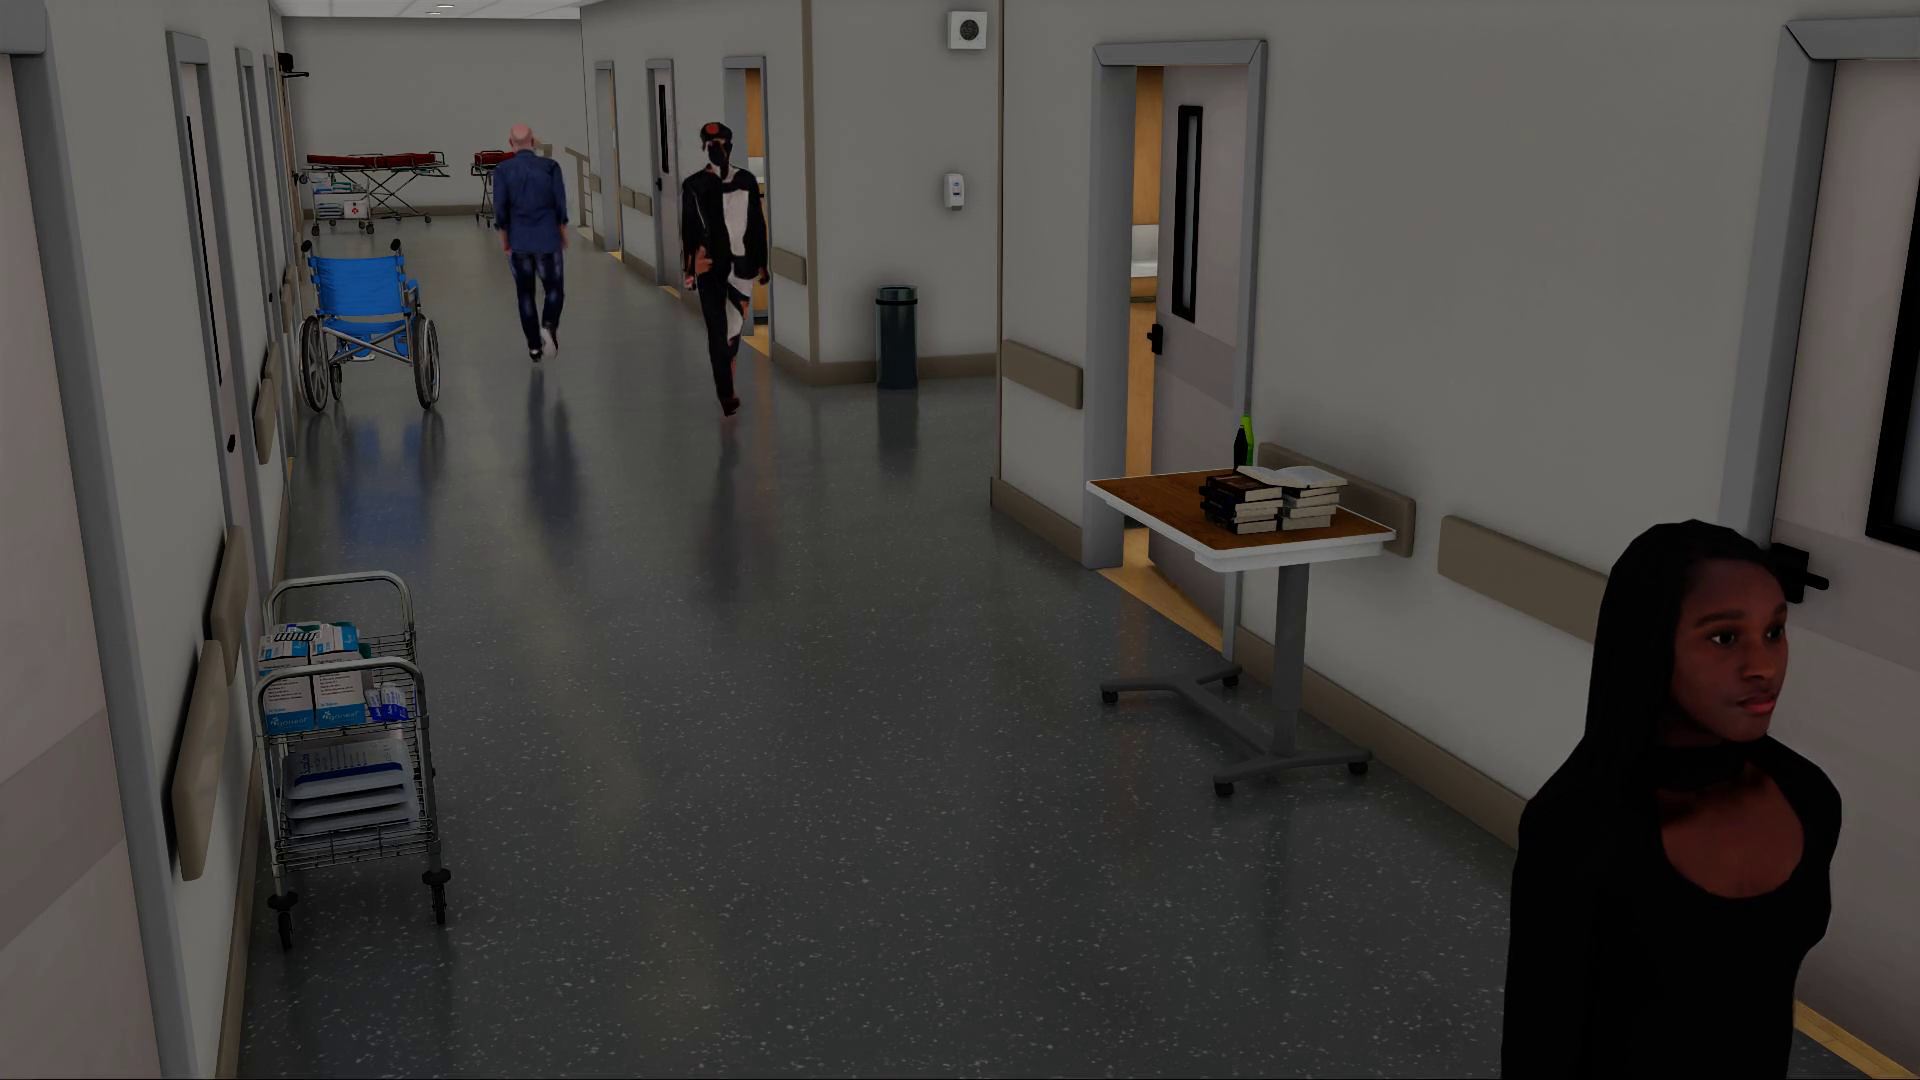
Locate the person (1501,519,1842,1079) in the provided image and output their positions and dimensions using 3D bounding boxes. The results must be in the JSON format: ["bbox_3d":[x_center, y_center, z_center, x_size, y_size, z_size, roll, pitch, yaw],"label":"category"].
[{"bbox_3d":[0.819,0.813,2.036,0.623,1.719,0.523,-7,17,-22],"label":"person"}]

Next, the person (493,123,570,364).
[{"bbox_3d":[-3.230,-2.227,12.648,0.807,1.812,0.985,-3,16,-11],"label":"person"}]

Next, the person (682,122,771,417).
[{"bbox_3d":[-1.557,-1.757,10.919,0.687,1.846,1.115,-6,17,-21],"label":"person"}]
